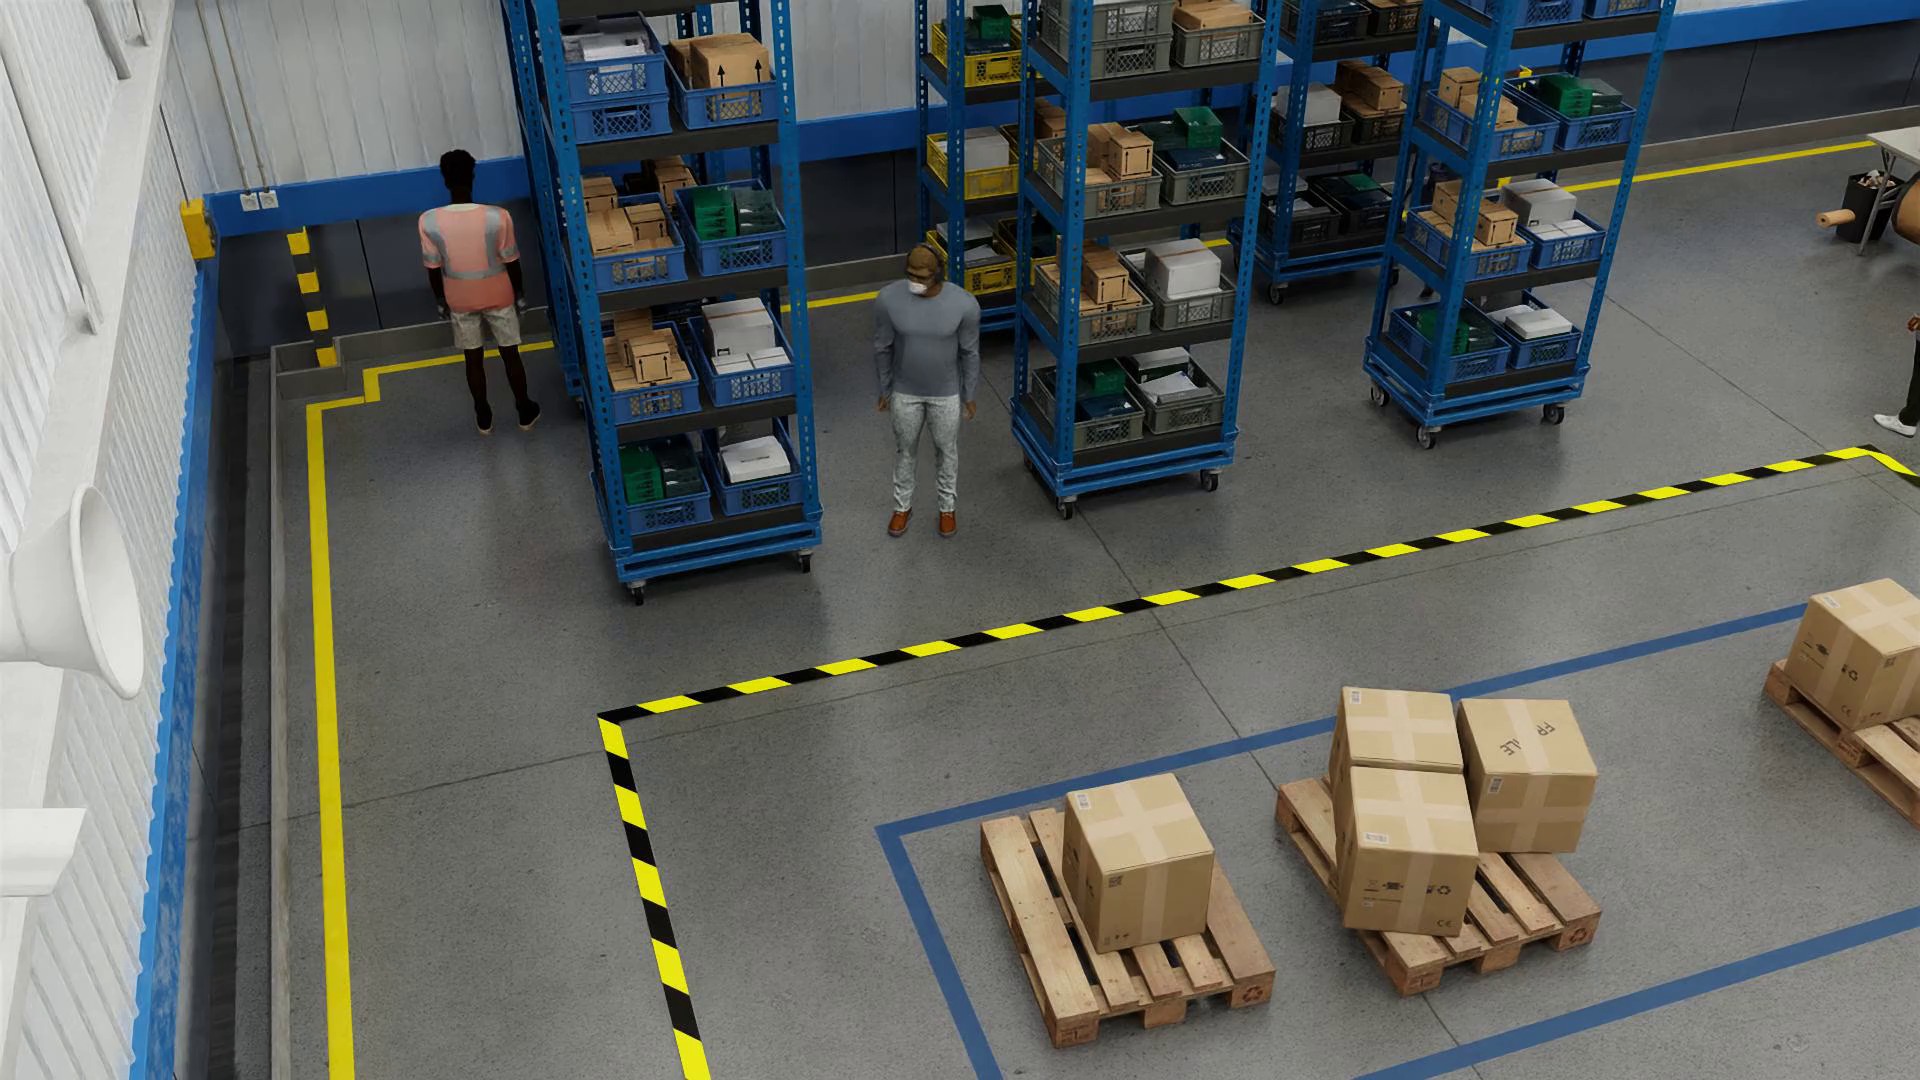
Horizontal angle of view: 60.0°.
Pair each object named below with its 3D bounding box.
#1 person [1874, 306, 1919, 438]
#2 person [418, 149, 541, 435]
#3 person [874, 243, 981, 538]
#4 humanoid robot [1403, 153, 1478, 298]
[{"bbox_3d":[6.469,-1.544,10.871,0.593,1.849,0.393,-12,37,-16],"label":"person"},{"bbox_3d":[-3.129,-1.590,10.838,0.606,1.965,0.373,-4,35,-6],"label":"person"},{"bbox_3d":[-0.196,-0.884,9.864,0.627,1.936,0.375,4,35,5],"label":"person"},{"bbox_3d":[3.718,-2.679,12.679,0.585,1.651,0.740,2,35,3],"label":"humanoid robot"}]
